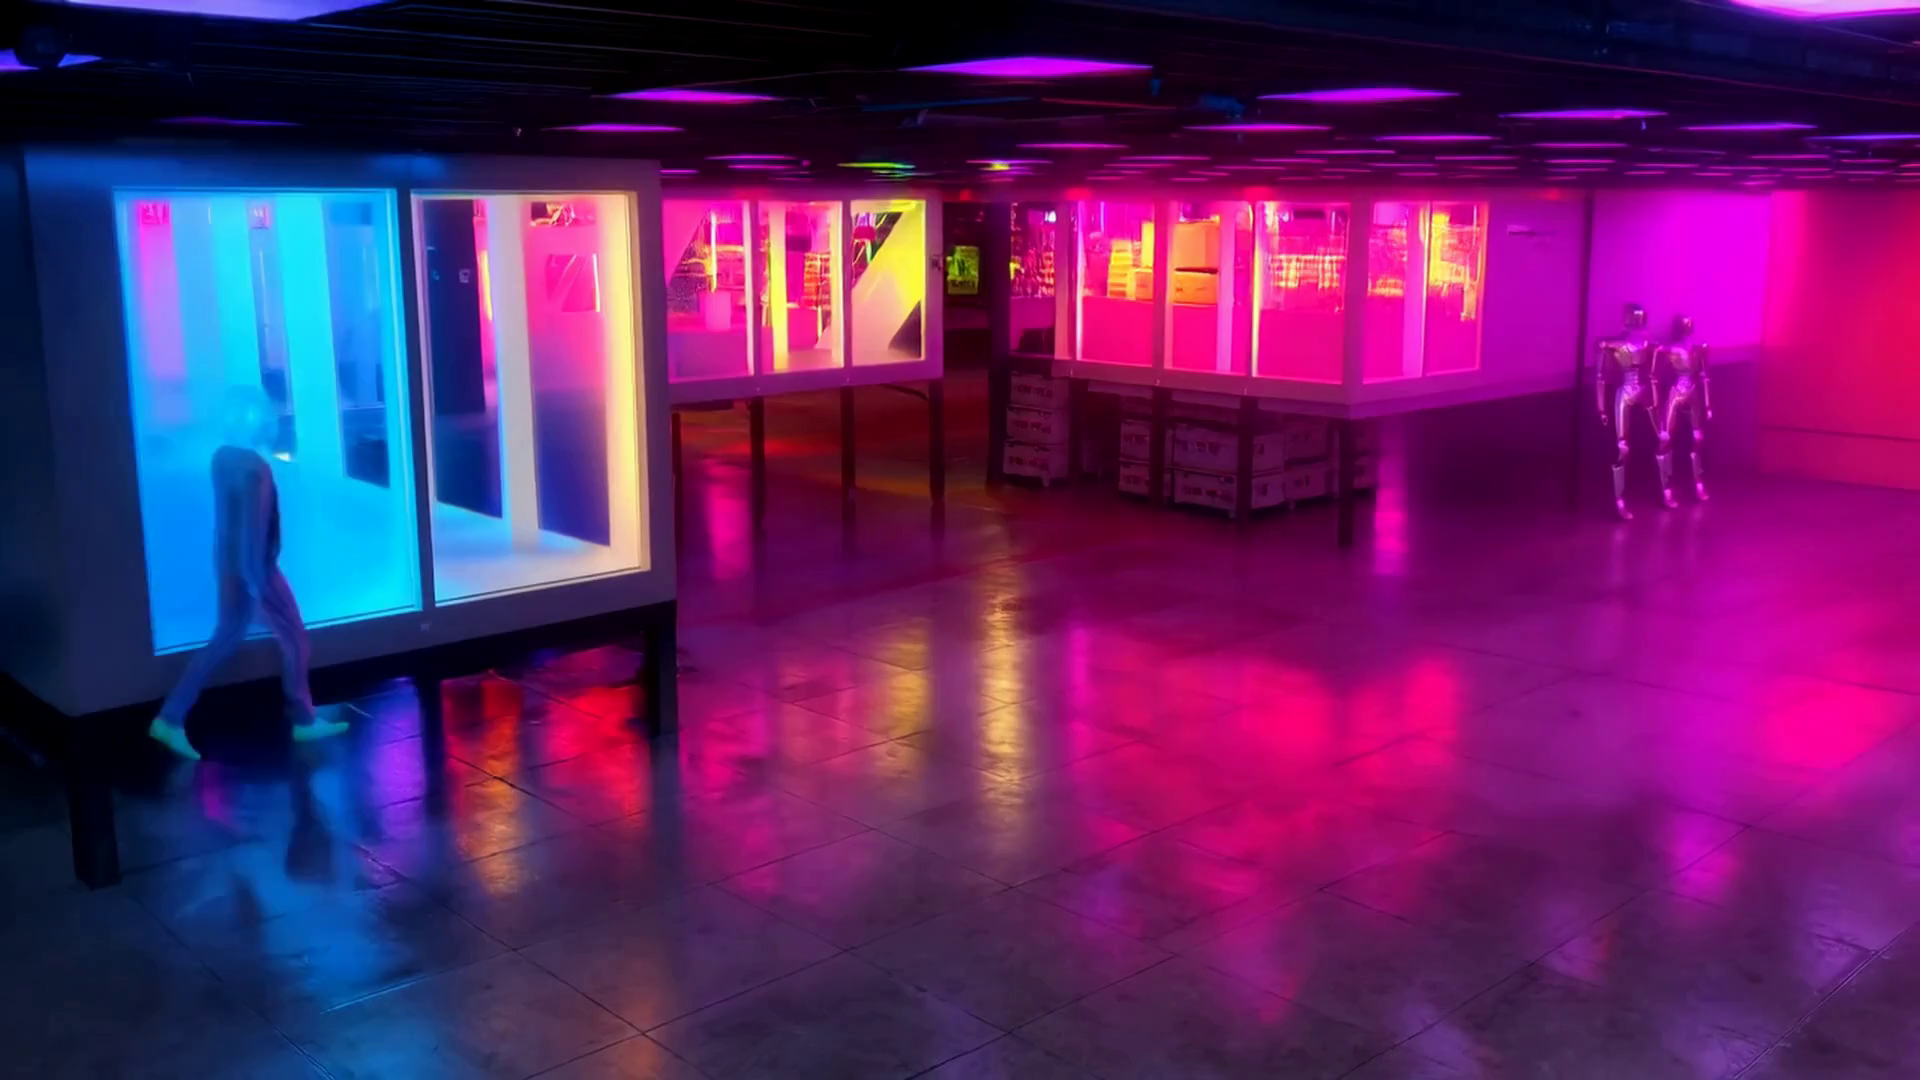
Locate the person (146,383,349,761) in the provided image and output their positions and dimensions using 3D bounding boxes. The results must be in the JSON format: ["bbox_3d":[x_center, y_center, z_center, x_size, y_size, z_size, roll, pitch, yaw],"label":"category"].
[{"bbox_3d":[-3.084,0.139,7.060,0.501,1.604,0.795,11,15,43],"label":"person"}]
